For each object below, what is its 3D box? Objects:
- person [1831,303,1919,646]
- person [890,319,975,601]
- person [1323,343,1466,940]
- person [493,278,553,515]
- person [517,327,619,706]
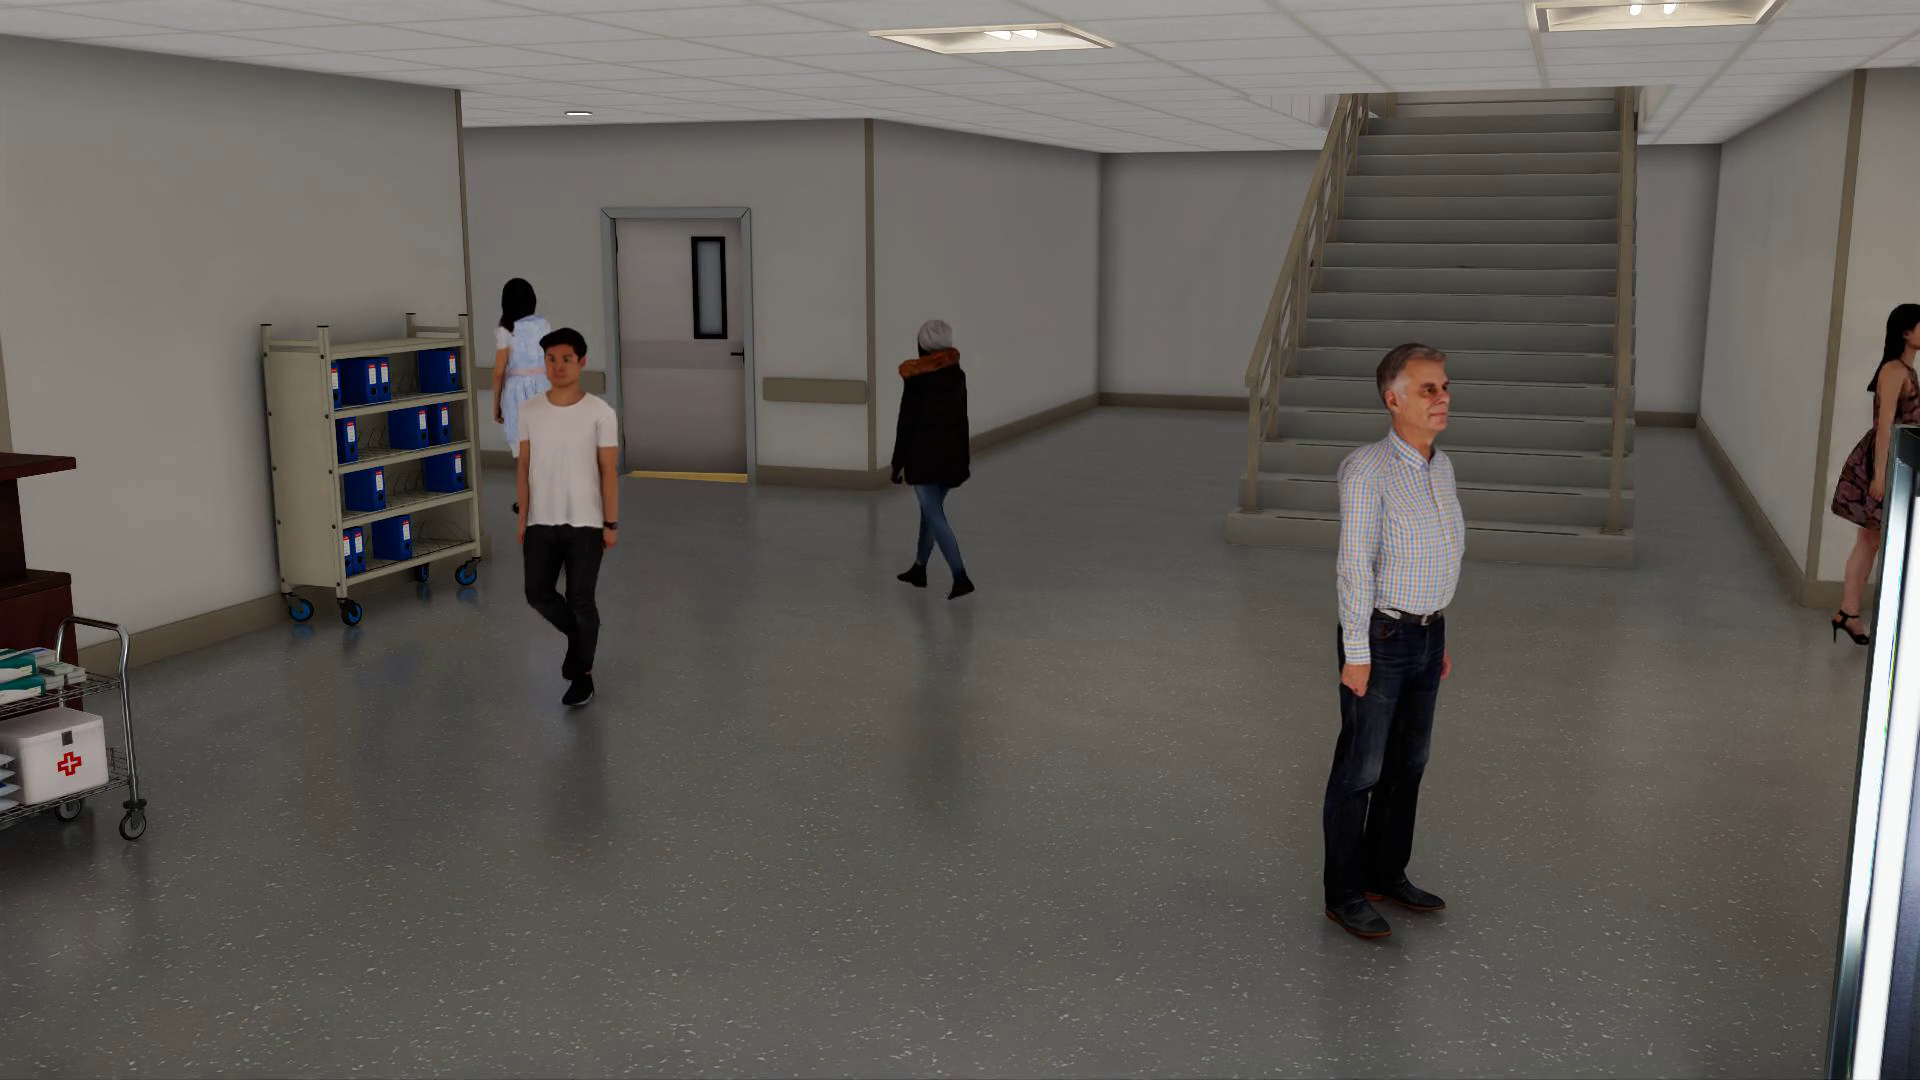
[{"bbox_3d":[4.662,-0.316,8.517,0.766,1.760,0.733,7,13,32],"label":"person"},{"bbox_3d":[-0.112,-0.433,9.560,1.068,1.601,1.025,-8,13,-36],"label":"person"},{"bbox_3d":[1.345,0.295,5.143,0.683,1.819,0.795,-8,14,-38],"label":"person"},{"bbox_3d":[-2.850,-0.828,11.205,1.186,1.764,1.110,-8,13,-35],"label":"person"},{"bbox_3d":[-1.766,-0.114,7.607,0.707,1.703,0.759,2,11,10],"label":"person"}]
